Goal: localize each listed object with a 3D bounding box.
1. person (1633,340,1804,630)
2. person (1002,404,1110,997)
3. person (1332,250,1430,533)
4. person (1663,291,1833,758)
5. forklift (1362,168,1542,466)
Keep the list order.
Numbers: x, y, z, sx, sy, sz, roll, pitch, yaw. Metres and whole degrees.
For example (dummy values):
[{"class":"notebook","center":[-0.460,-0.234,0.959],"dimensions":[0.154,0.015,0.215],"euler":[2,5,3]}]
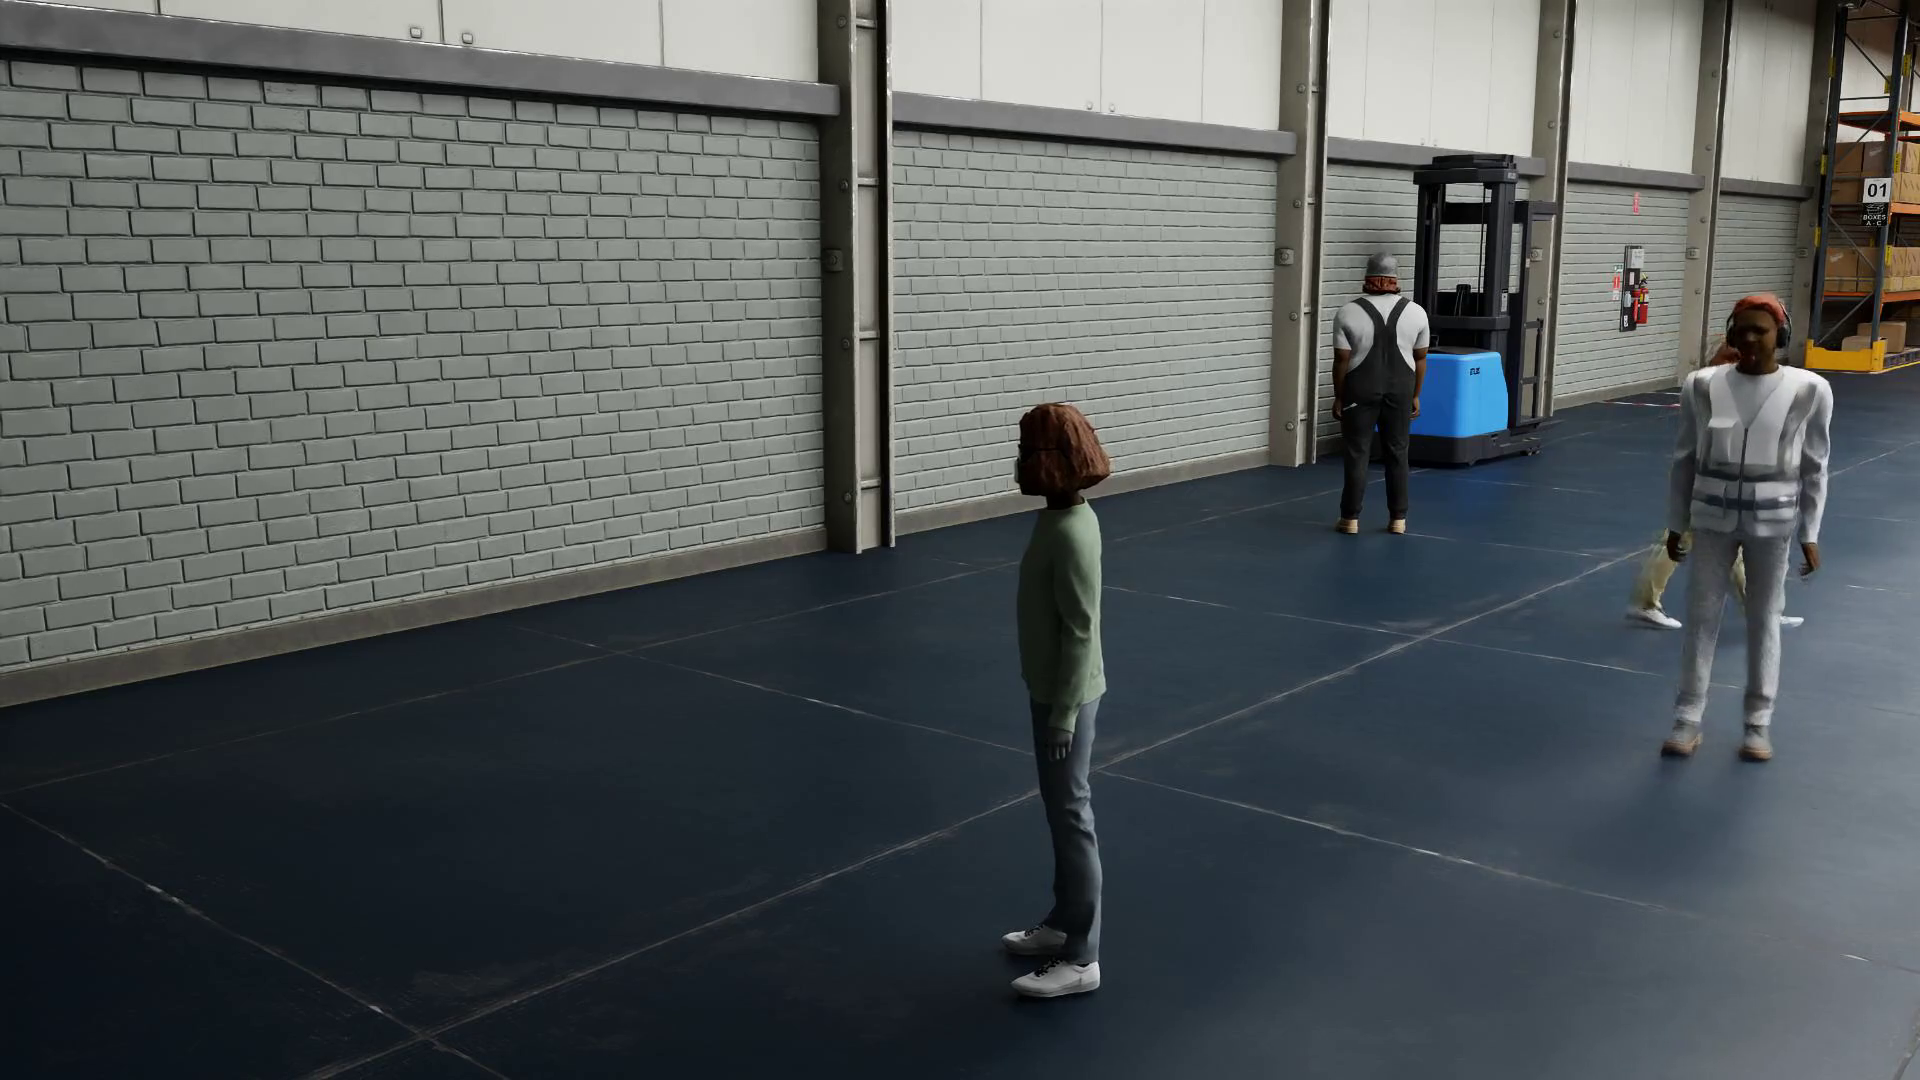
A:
[{"class":"person","center":[4.047,-0.285,8.841],"dimensions":[0.843,1.590,0.521],"euler":[6,12,32]},{"class":"person","center":[0.268,0.438,4.622],"dimensions":[0.273,1.632,0.507],"euler":[0,10,-2]},{"class":"person","center":[3.012,-1.054,12.082],"dimensions":[0.682,2.000,0.537],"euler":[0,10,1]},{"class":"person","center":[3.162,-0.056,6.728],"dimensions":[0.581,1.883,0.345],"euler":[6,12,32]},{"class":"forklift","center":[4.875,-2.212,16.287],"dimensions":[1.129,2.768,1.873],"euler":[8,13,40]}]
